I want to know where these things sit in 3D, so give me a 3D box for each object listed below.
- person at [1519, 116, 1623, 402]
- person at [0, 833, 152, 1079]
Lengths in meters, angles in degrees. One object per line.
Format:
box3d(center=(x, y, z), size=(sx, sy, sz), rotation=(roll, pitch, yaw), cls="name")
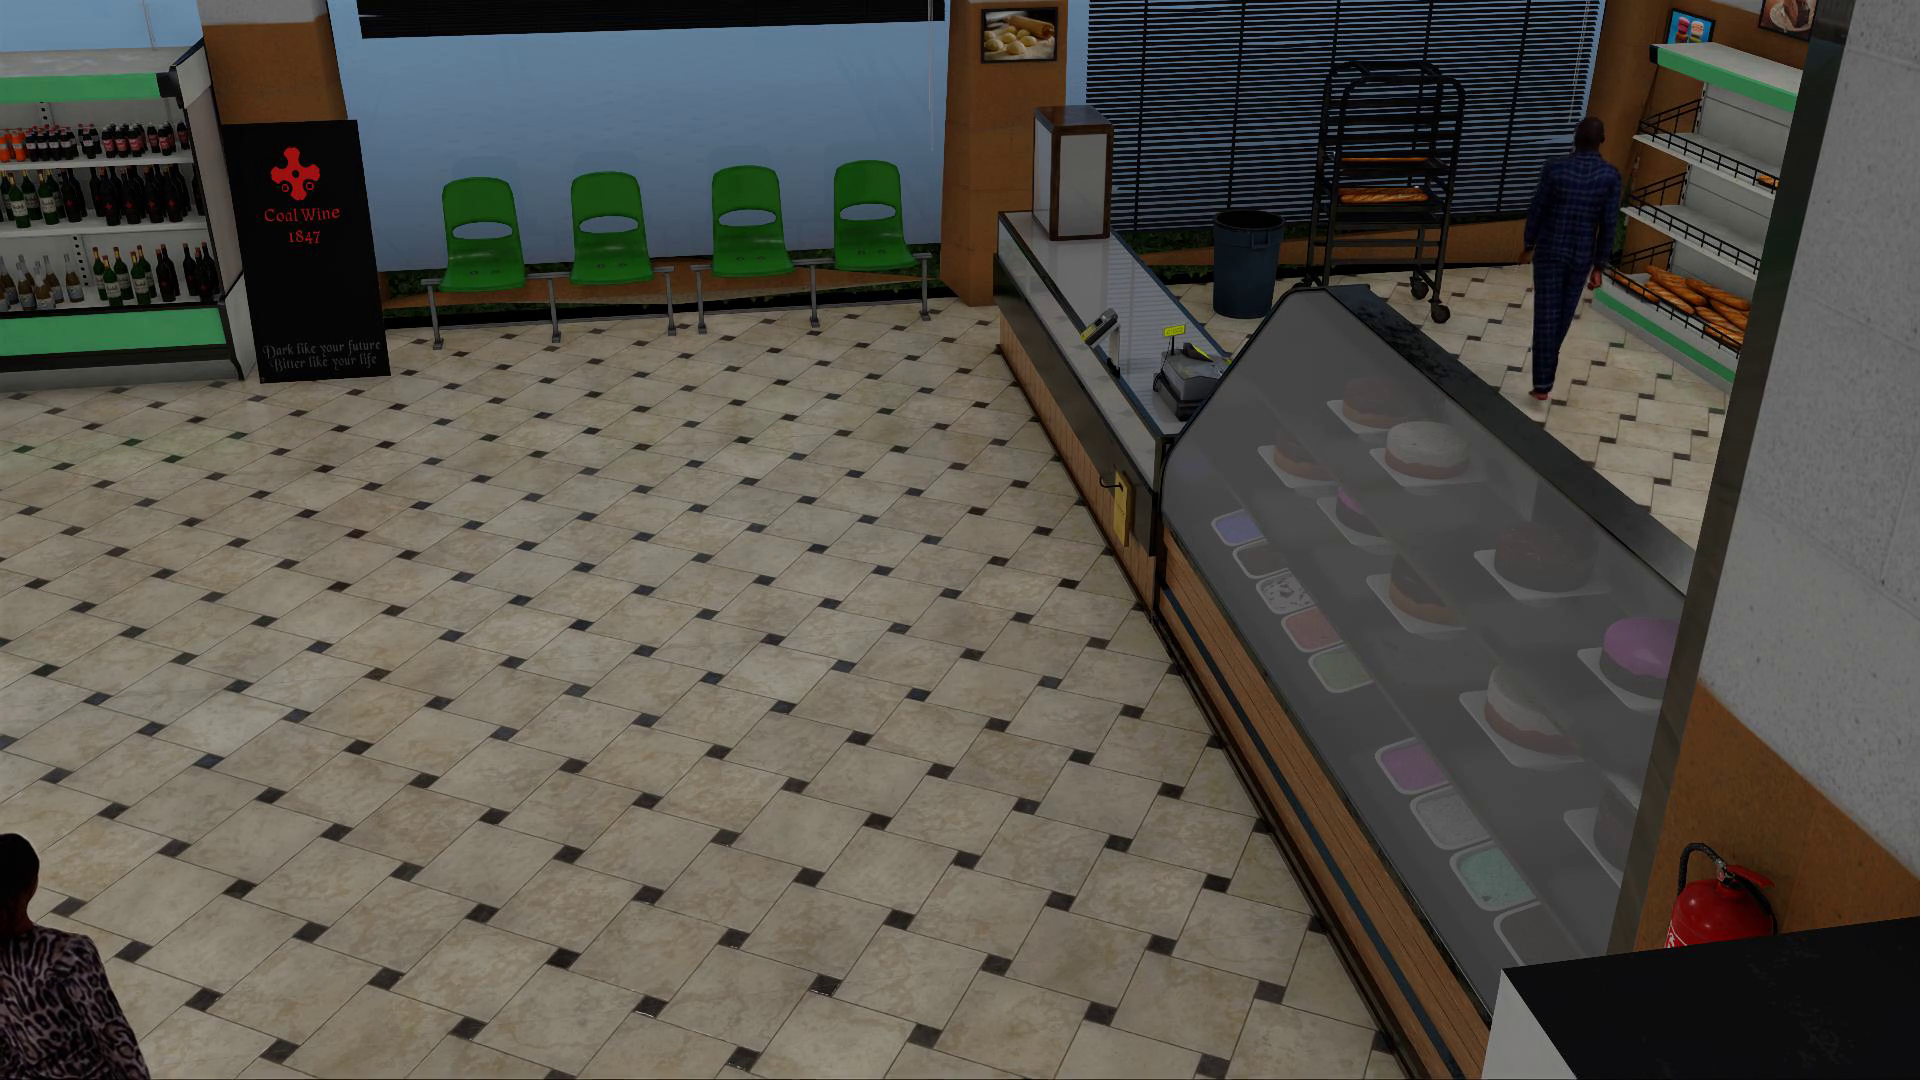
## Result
box3d(center=(3.857, -1.753, 10.642), size=(1.227, 1.773, 1.054), rotation=(6, 27, 11), cls="person")
box3d(center=(-2.324, 1.476, 4.341), size=(0.590, 1.713, 0.700), rotation=(3, 27, 5), cls="person")
